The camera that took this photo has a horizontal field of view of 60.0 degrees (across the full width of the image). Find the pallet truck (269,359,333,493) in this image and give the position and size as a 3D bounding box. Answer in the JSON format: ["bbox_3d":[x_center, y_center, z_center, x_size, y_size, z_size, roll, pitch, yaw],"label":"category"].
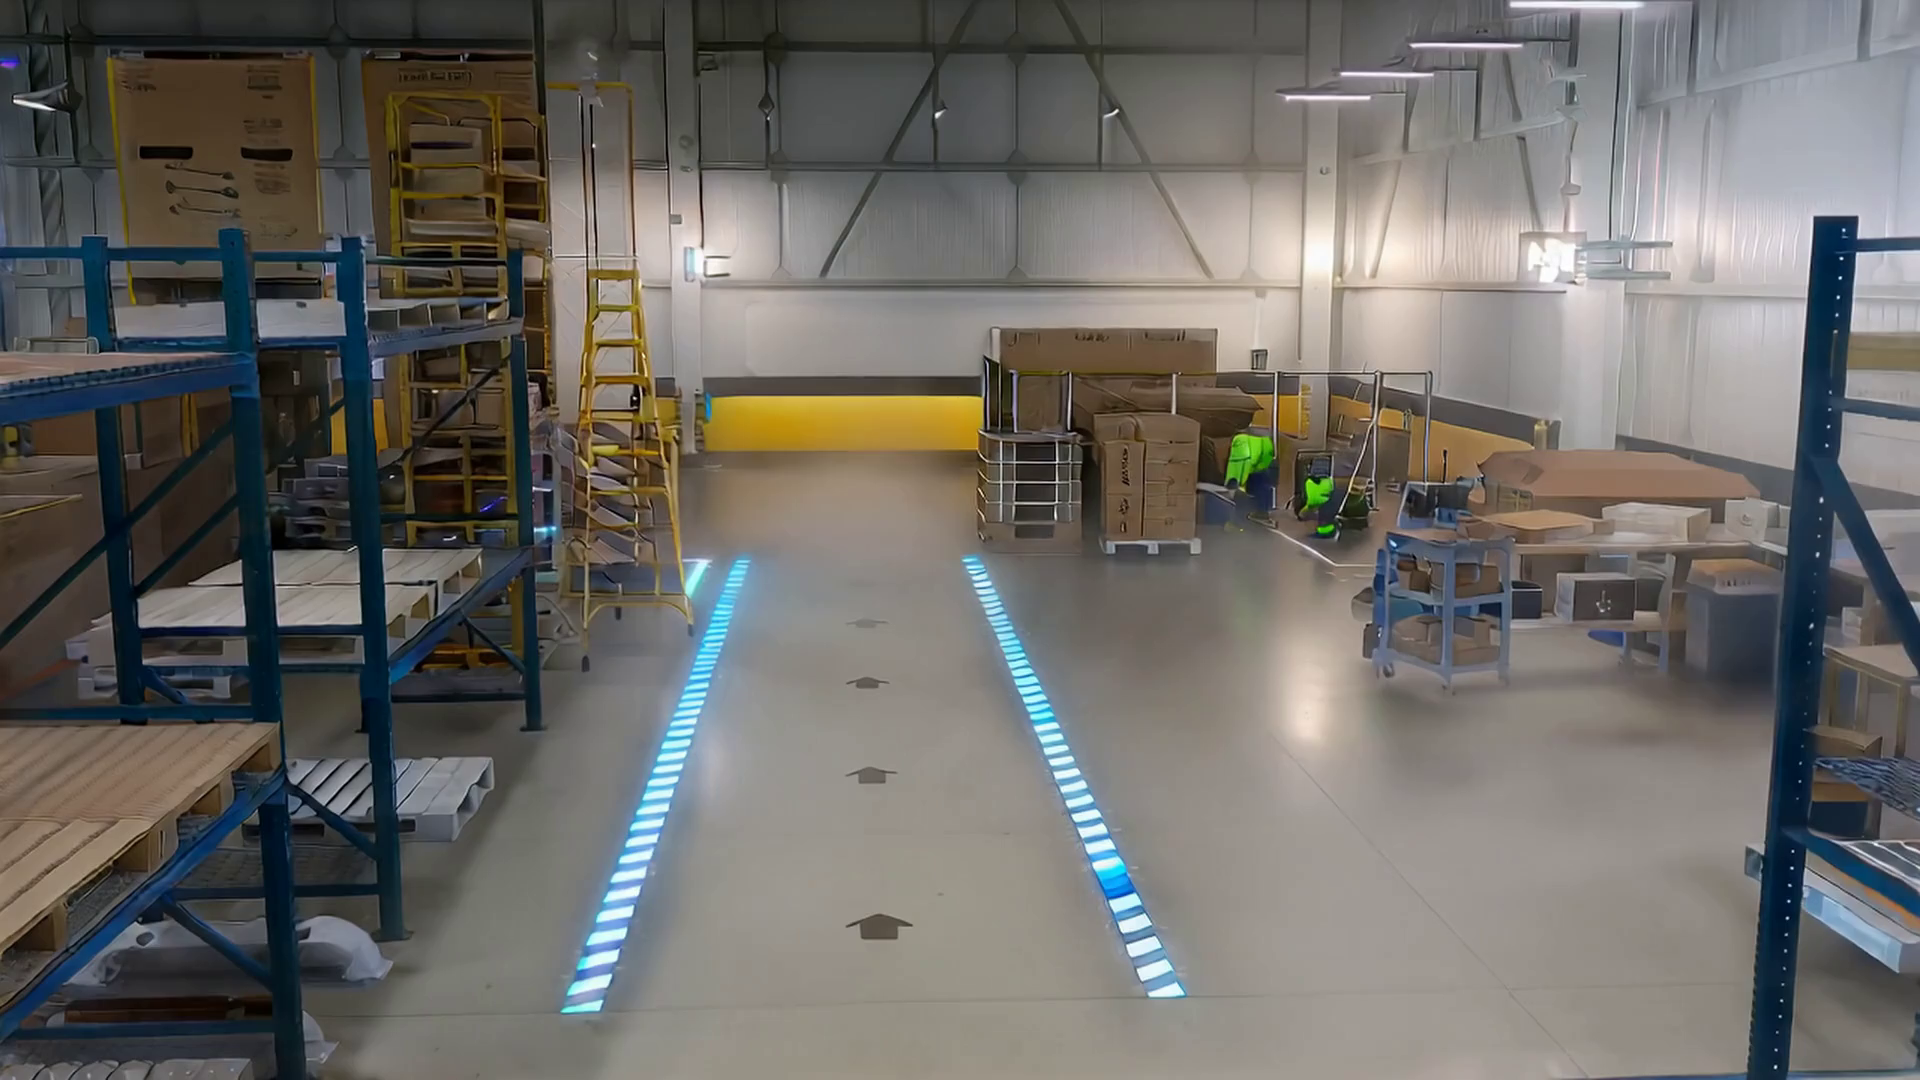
[{"bbox_3d":[-7.062,-1.131,18.996,1.885,1.965,0.823,2,9,13],"label":"pallet truck"}]
